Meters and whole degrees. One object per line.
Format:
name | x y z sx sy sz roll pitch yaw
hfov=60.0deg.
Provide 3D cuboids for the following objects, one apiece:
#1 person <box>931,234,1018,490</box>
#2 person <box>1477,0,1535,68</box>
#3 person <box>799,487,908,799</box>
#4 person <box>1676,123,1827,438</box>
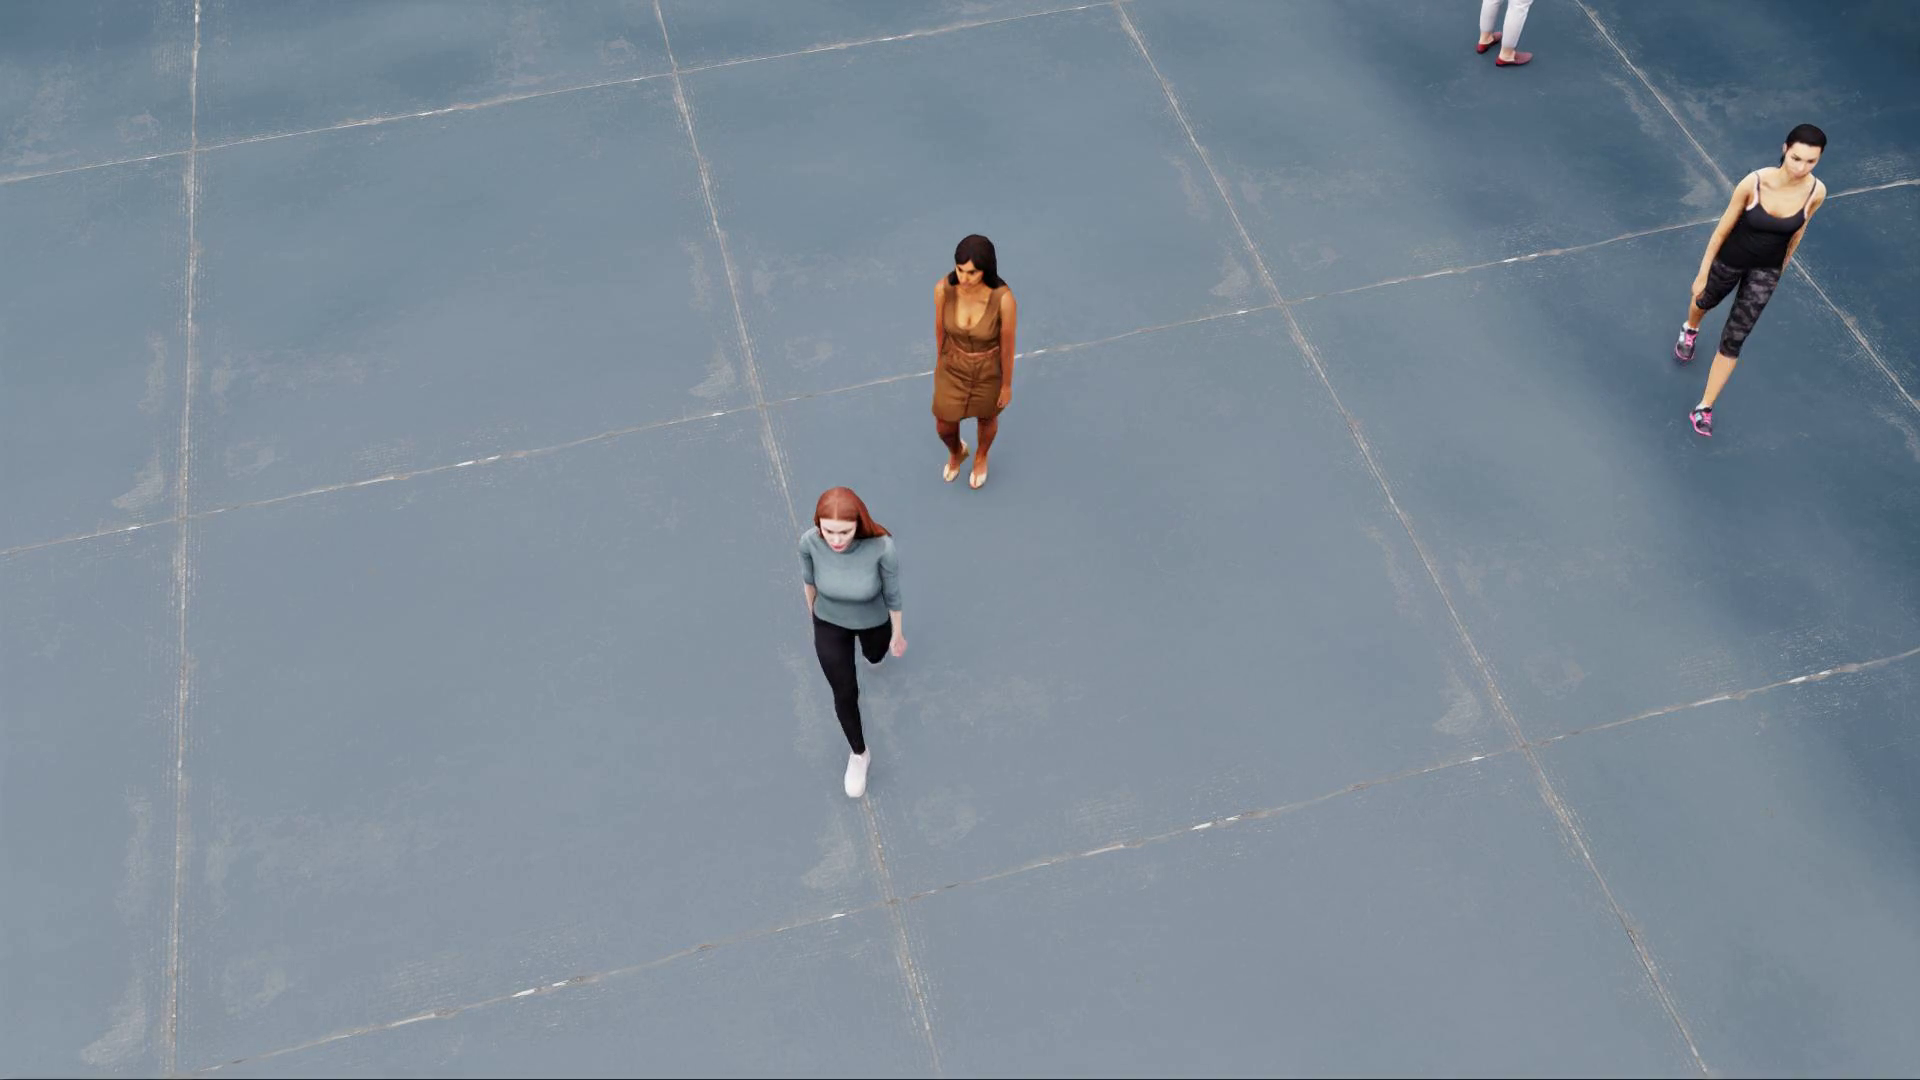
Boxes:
person | 0.103 -0.873 8.013 0.672 1.679 0.719 11 53 8
person | 3.495 -3.664 10.217 0.707 1.611 0.557 -23 56 -17
person | -0.427 0.297 7.083 0.855 1.716 1.199 4 52 3
person | 3.967 -1.444 8.452 0.985 1.683 1.211 13 53 10
